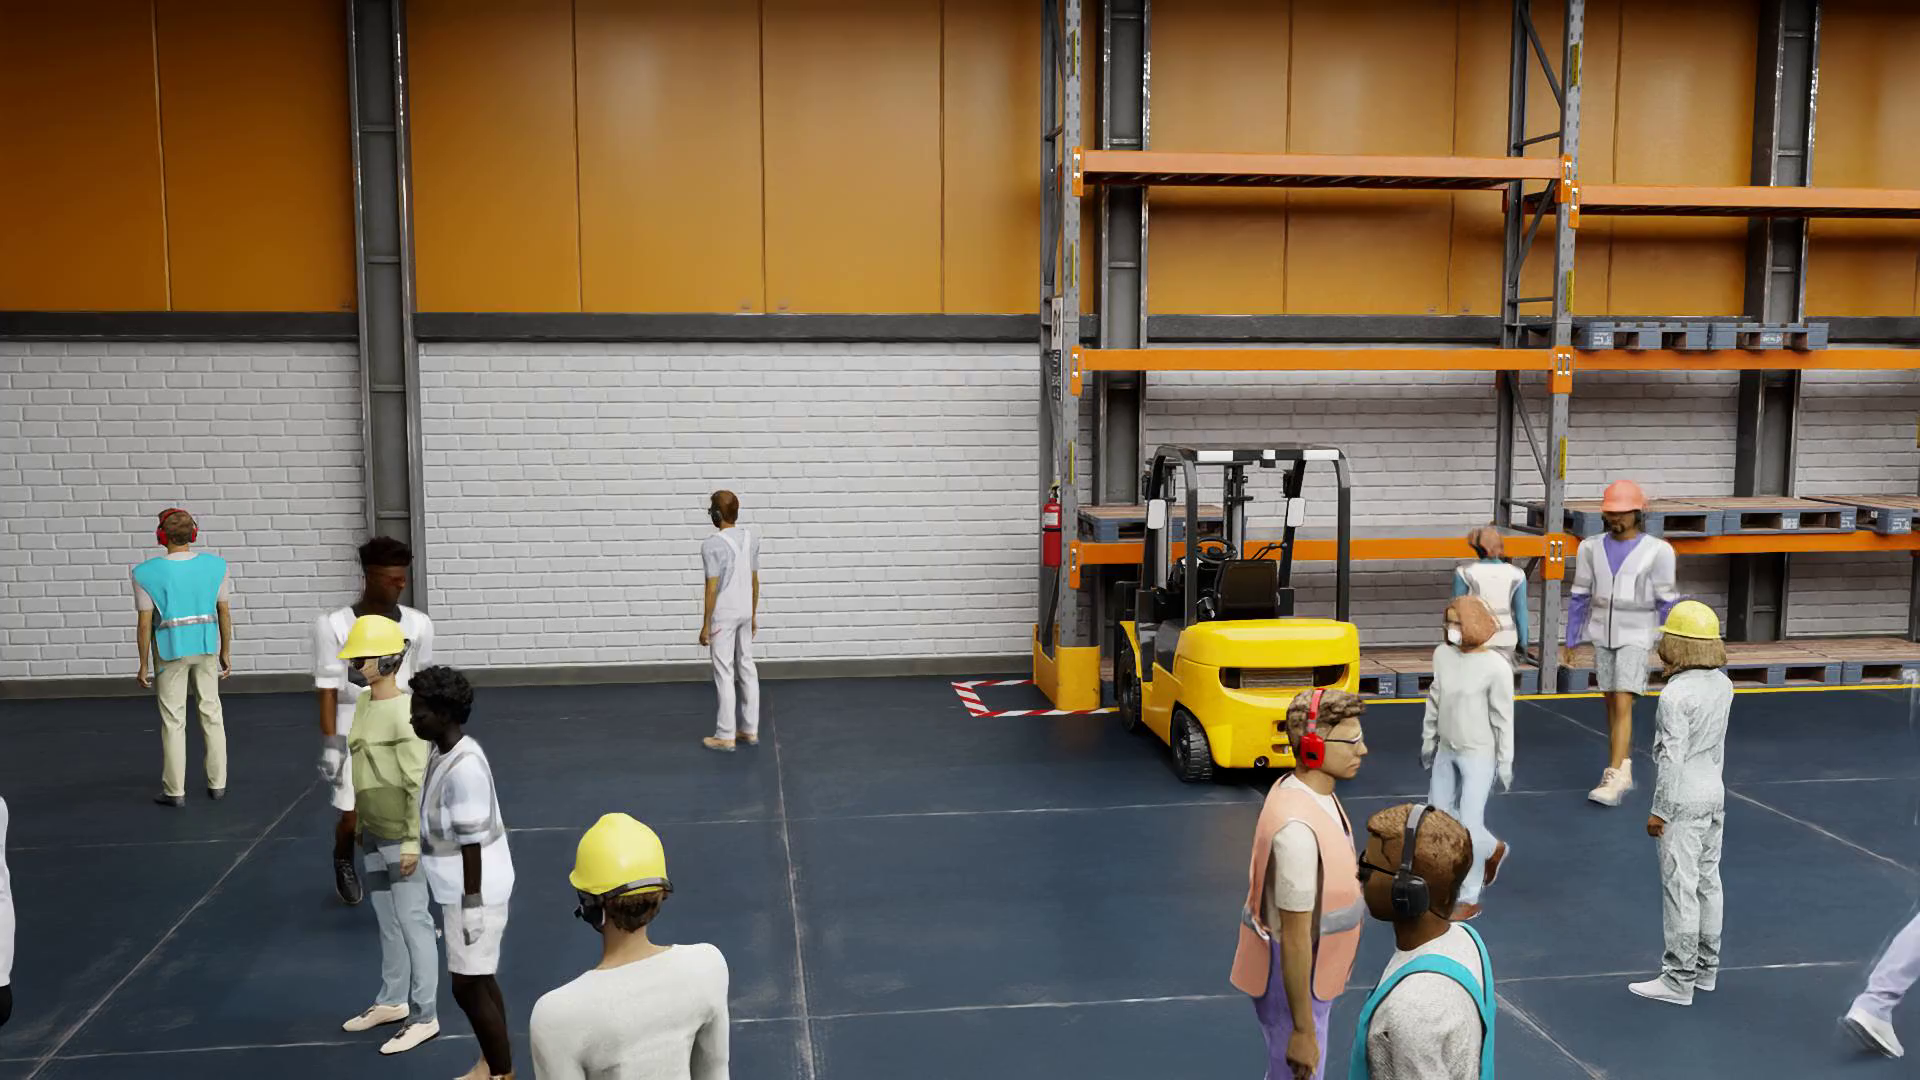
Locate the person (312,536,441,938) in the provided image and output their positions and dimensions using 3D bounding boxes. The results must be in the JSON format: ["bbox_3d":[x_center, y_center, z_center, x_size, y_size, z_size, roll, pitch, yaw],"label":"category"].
[{"bbox_3d":[-2.849,0.937,8.120,0.618,1.923,0.860,-5,8,-35],"label":"person"}]

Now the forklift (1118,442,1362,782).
[{"bbox_3d":[1.912,0.418,11.496,1.214,2.155,2.313,-1,7,-8],"label":"forklift"}]

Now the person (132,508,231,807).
[{"bbox_3d":[-4.796,0.726,10.295,0.566,1.850,0.389,-6,9,-43],"label":"person"}]

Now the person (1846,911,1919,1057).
[{"bbox_3d":[4.006,1.146,6.539,0.946,1.876,0.599,-1,7,-11],"label":"person"}]

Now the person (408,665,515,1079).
[{"bbox_3d":[-1.828,1.288,6.129,0.353,1.675,0.538,-3,7,-27],"label":"person"}]

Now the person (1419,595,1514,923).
[{"bbox_3d":[2.577,1.068,8.294,0.516,1.614,0.539,-4,7,-29],"label":"person"}]

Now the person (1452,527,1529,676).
[{"bbox_3d":[3.664,0.715,11.423,0.528,1.609,0.673,-1,7,-4],"label":"person"}]

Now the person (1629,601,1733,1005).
[{"bbox_3d":[3.142,1.129,7.227,0.487,1.744,0.296,-6,9,-40],"label":"person"}]

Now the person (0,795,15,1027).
[{"bbox_3d":[-3.187,1.344,4.990,0.636,1.830,0.429,-2,7,-18],"label":"person"}]

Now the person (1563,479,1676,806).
[{"bbox_3d":[4.024,0.639,10.320,0.884,2.014,0.637,-6,9,-41],"label":"person"}]

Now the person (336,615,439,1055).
[{"bbox_3d":[-2.318,1.175,6.720,0.328,1.769,0.526,-6,9,-41],"label":"person"}]

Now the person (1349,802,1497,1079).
[{"bbox_3d":[0.996,1.484,3.678,0.345,1.847,0.504,3,7,25],"label":"person"}]

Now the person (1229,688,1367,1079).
[{"bbox_3d":[1.003,1.340,4.934,0.391,1.846,0.564,2,7,14],"label":"person"}]

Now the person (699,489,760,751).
[{"bbox_3d":[-1.626,0.562,11.752,0.328,1.842,0.515,5,8,39],"label":"person"}]

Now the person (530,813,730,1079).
[{"bbox_3d":[-0.759,1.503,3.848,0.525,1.769,0.321,-6,9,-43],"label":"person"}]
